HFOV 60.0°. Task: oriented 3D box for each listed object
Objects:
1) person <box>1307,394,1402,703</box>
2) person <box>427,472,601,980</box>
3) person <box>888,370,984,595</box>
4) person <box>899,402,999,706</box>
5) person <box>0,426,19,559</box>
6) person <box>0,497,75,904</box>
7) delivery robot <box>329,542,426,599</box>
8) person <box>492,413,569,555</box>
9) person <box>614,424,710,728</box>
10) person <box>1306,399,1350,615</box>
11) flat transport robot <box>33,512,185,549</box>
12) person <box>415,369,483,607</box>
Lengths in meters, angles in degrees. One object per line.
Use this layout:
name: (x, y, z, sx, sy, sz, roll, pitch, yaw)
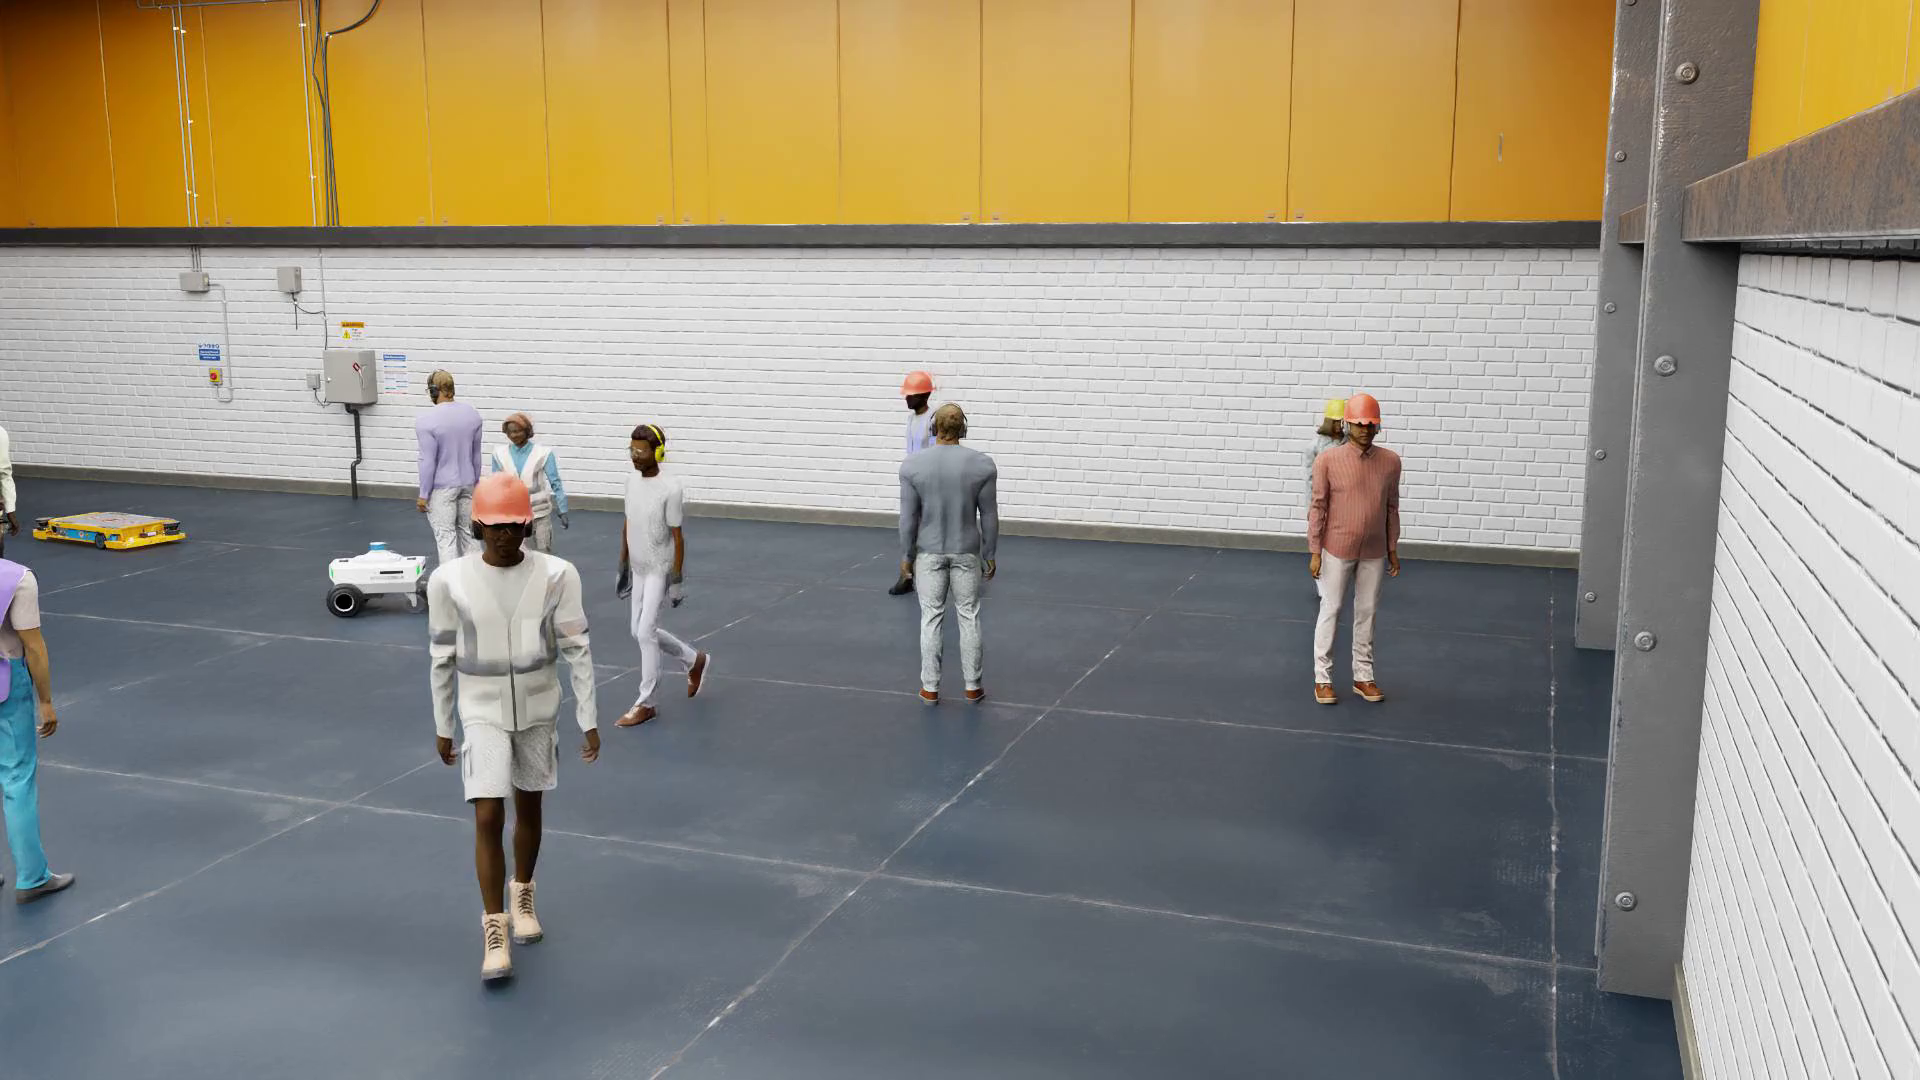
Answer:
person: (2.526, 0.058, 10.621, 0.622, 1.992, 0.394, -2, 10, -11)
person: (-1.785, 0.739, 6.725, 0.638, 2.012, 0.873, -4, 11, -21)
person: (-0.208, -0.497, 14.049, 0.880, 1.903, 0.542, -7, 12, -36)
person: (-0.071, 0.093, 10.582, 0.635, 1.937, 0.353, 0, 10, -3)
person: (-7.158, -0.192, 12.033, 0.623, 1.992, 0.397, -9, 14, -42)
person: (-4.312, 0.713, 7.364, 0.570, 1.840, 0.375, 0, 10, 2)
delivery robot: (-4.639, 0.261, 13.272, 0.707, 0.478, 0.477, -2, 10, -11)
person: (-3.386, -0.187, 13.069, 0.634, 1.597, 0.772, 0, 10, -1)
person: (-1.867, 0.190, 10.283, 0.525, 1.850, 0.746, 10, 14, 43)
person: (3.032, -0.308, 13.491, 0.499, 1.708, 0.851, -1, 10, -5)
flat transport robot: (-8.405, -0.108, 16.411, 1.431, 0.197, 0.652, 5, 11, 28)
person: (-4.127, -0.411, 13.437, 0.373, 1.936, 0.629, 6, 12, 31)
